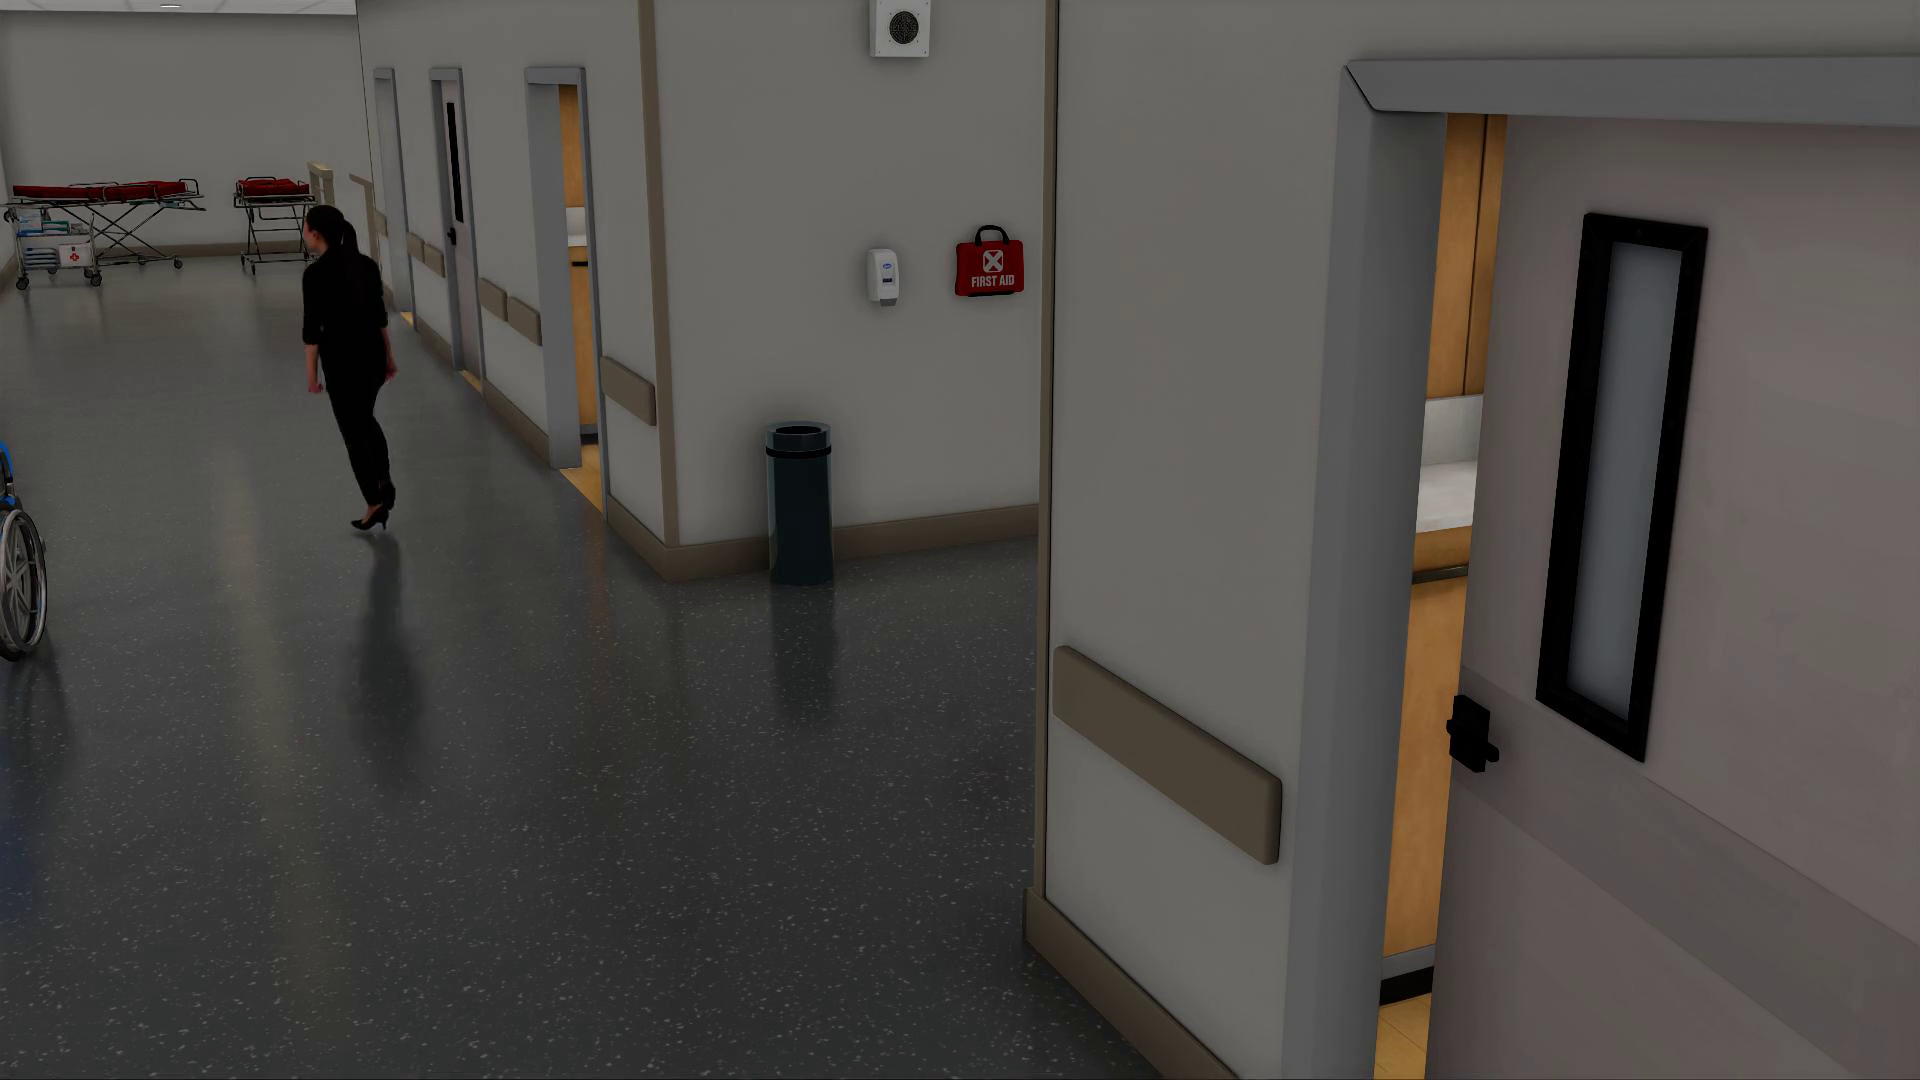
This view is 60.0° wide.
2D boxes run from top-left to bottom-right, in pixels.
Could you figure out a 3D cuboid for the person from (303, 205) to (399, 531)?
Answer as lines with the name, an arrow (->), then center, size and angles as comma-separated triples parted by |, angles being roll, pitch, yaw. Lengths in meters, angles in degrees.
person -> -2.998, -0.846, 8.395 | 0.783, 1.640, 0.742 | 8, 18, 27
